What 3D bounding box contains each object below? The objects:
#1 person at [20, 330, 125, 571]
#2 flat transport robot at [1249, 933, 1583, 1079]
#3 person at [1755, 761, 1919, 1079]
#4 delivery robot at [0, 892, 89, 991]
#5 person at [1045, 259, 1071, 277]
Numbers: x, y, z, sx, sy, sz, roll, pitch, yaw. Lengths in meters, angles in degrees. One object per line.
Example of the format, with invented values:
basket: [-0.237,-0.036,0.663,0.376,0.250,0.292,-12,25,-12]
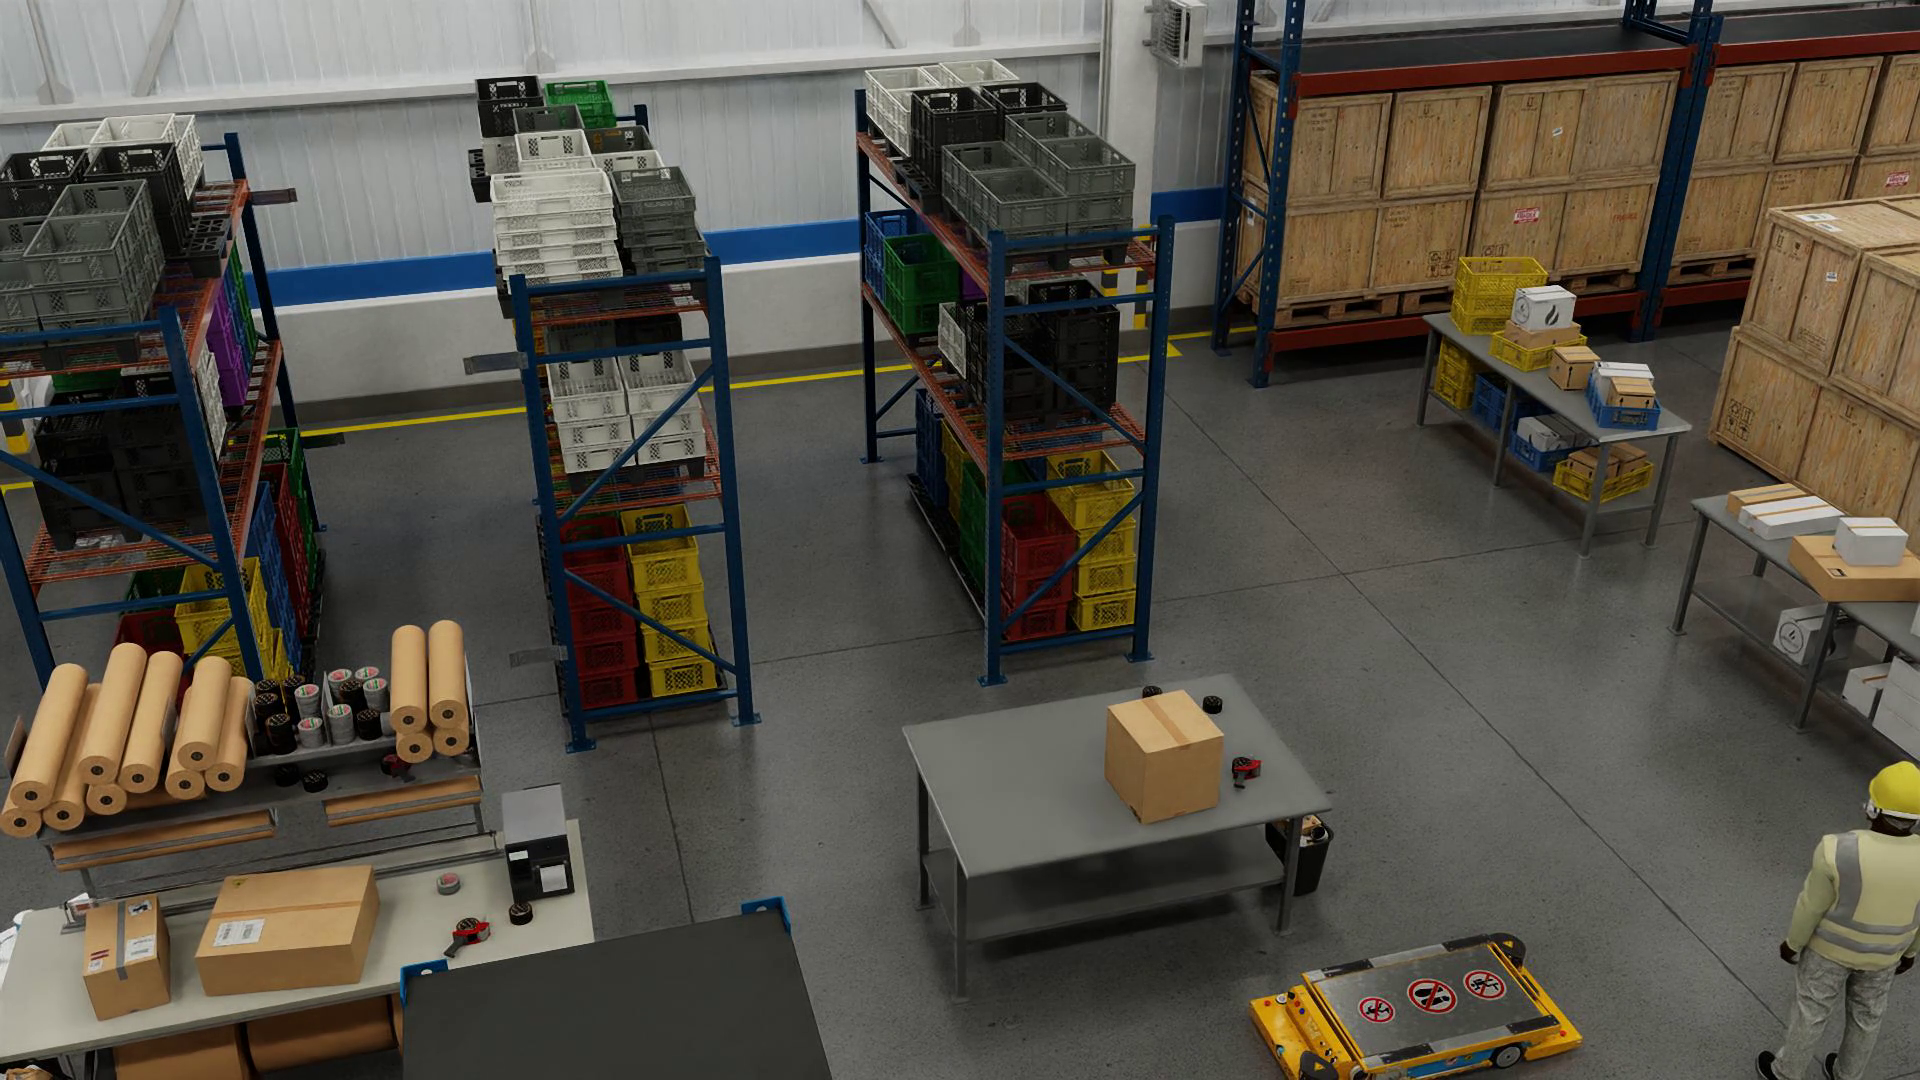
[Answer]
person: [-6.277,-0.653,11.660,0.573,1.883,0.354,18,34,30]
flat transport robot: [2.184,2.282,7.980,1.431,0.197,0.652,-8,30,-14]
person: [3.942,1.750,7.338,0.586,1.833,0.403,3,29,5]
delivery robot: [-4.480,2.014,8.079,0.477,0.478,0.707,22,36,34]
person: [0.759,-2.492,14.948,0.631,1.939,0.369,-20,34,-31]
